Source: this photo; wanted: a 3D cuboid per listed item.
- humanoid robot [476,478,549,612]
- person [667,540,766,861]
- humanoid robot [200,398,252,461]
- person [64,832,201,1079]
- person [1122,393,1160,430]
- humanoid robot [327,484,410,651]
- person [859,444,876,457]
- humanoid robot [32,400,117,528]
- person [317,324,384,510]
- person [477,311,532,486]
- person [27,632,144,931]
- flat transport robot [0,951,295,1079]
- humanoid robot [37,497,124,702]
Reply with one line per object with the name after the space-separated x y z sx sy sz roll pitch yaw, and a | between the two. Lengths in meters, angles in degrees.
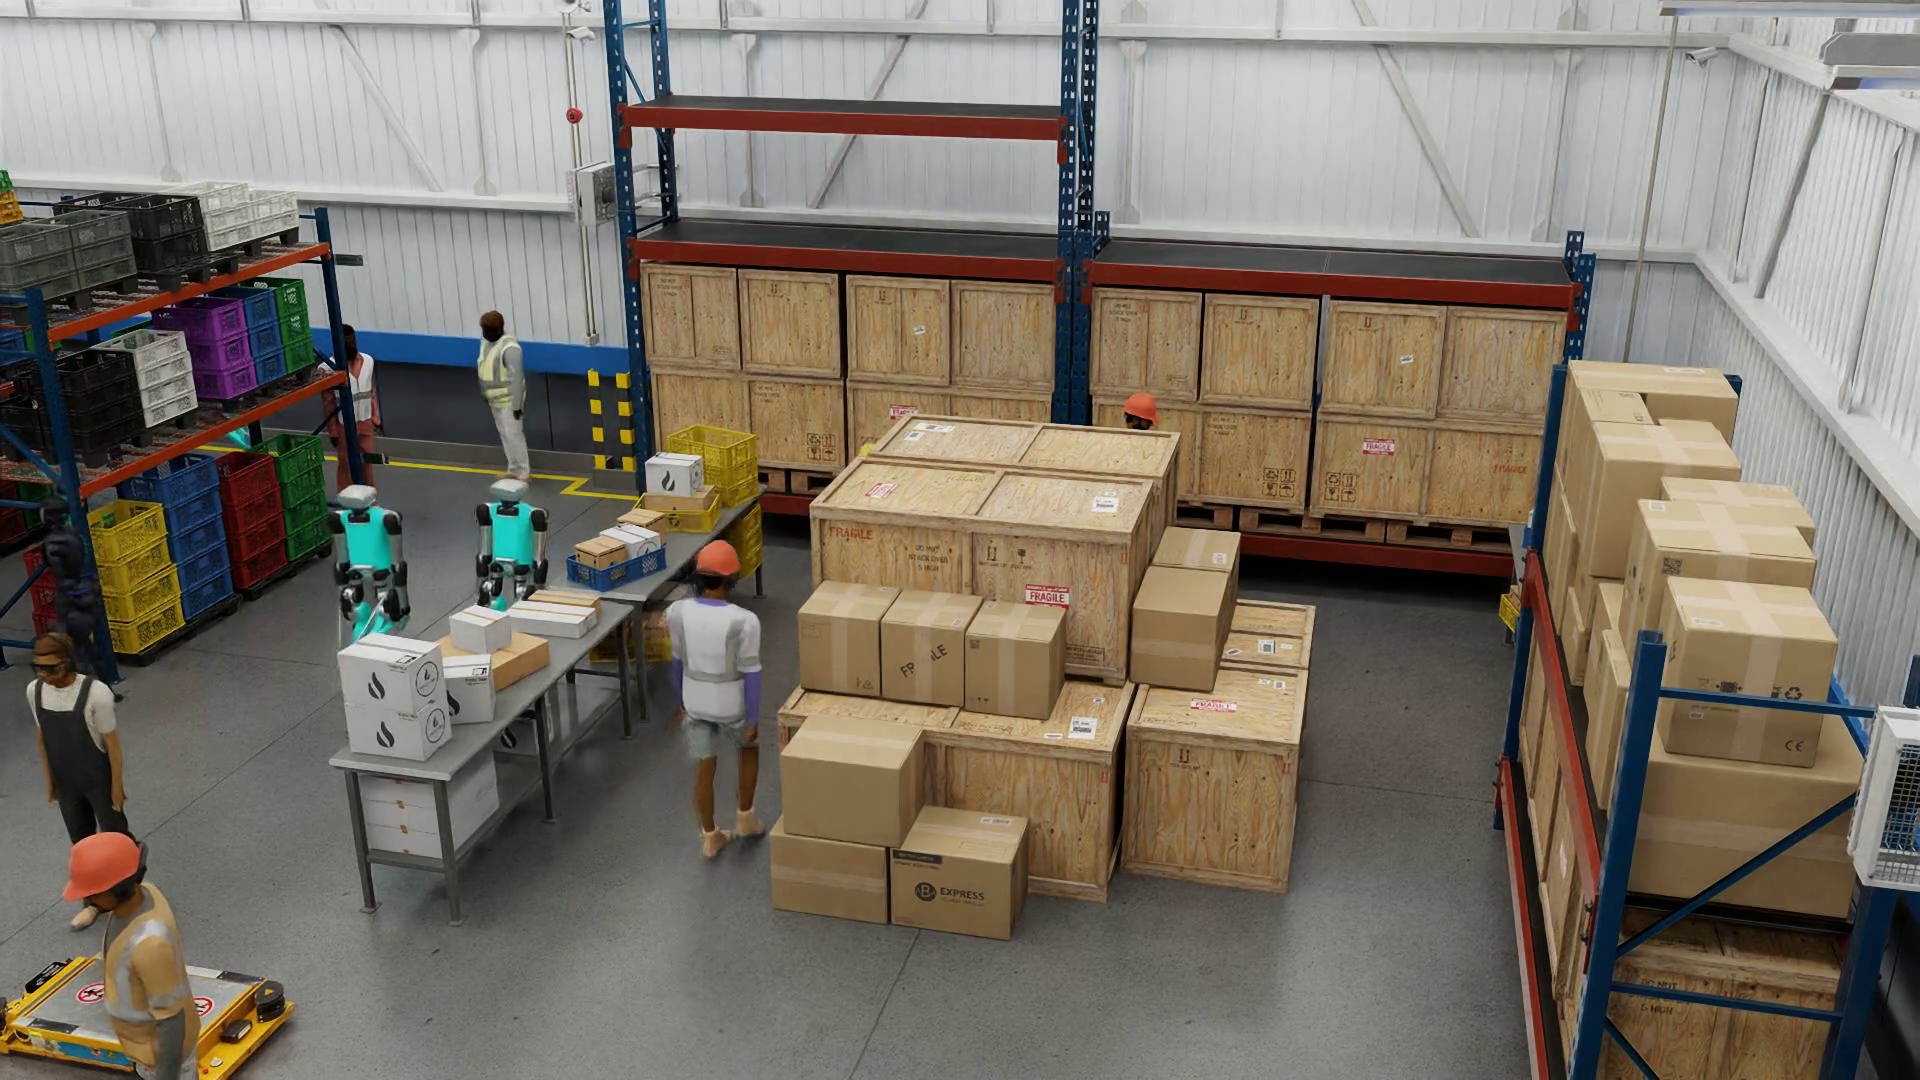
-3.248 0.529 11.614 0.545 1.750 1.012 5 21 12 | humanoid robot
-1.450 0.968 10.077 0.606 2.021 0.596 5 21 12 | person
-6.976 -1.177 16.106 0.813 1.802 0.544 9 23 22 | humanoid robot
-3.422 2.118 7.036 0.391 2.035 0.604 -13 25 -31 | person
1.387 -0.247 13.369 0.373 1.928 0.542 -1 21 -2 | person
-4.199 0.574 11.537 0.546 1.778 0.989 3 21 8 | humanoid robot
-0.527 0.057 12.846 0.540 1.726 0.547 15 26 35 | person
-7.322 -0.339 13.912 0.542 1.804 0.808 16 26 36 | humanoid robot
-5.687 -1.092 15.593 0.398 1.919 0.589 13 24 30 | person
-4.537 -1.390 16.510 0.433 1.829 0.678 -18 27 -38 | person
-4.908 1.353 9.315 0.498 1.839 0.349 4 21 9 | person
-4.270 2.464 8.601 1.431 0.231 0.659 5 22 13 | flat transport robot
-6.290 0.480 11.831 0.314 1.659 0.599 -5 22 -14 | humanoid robot
